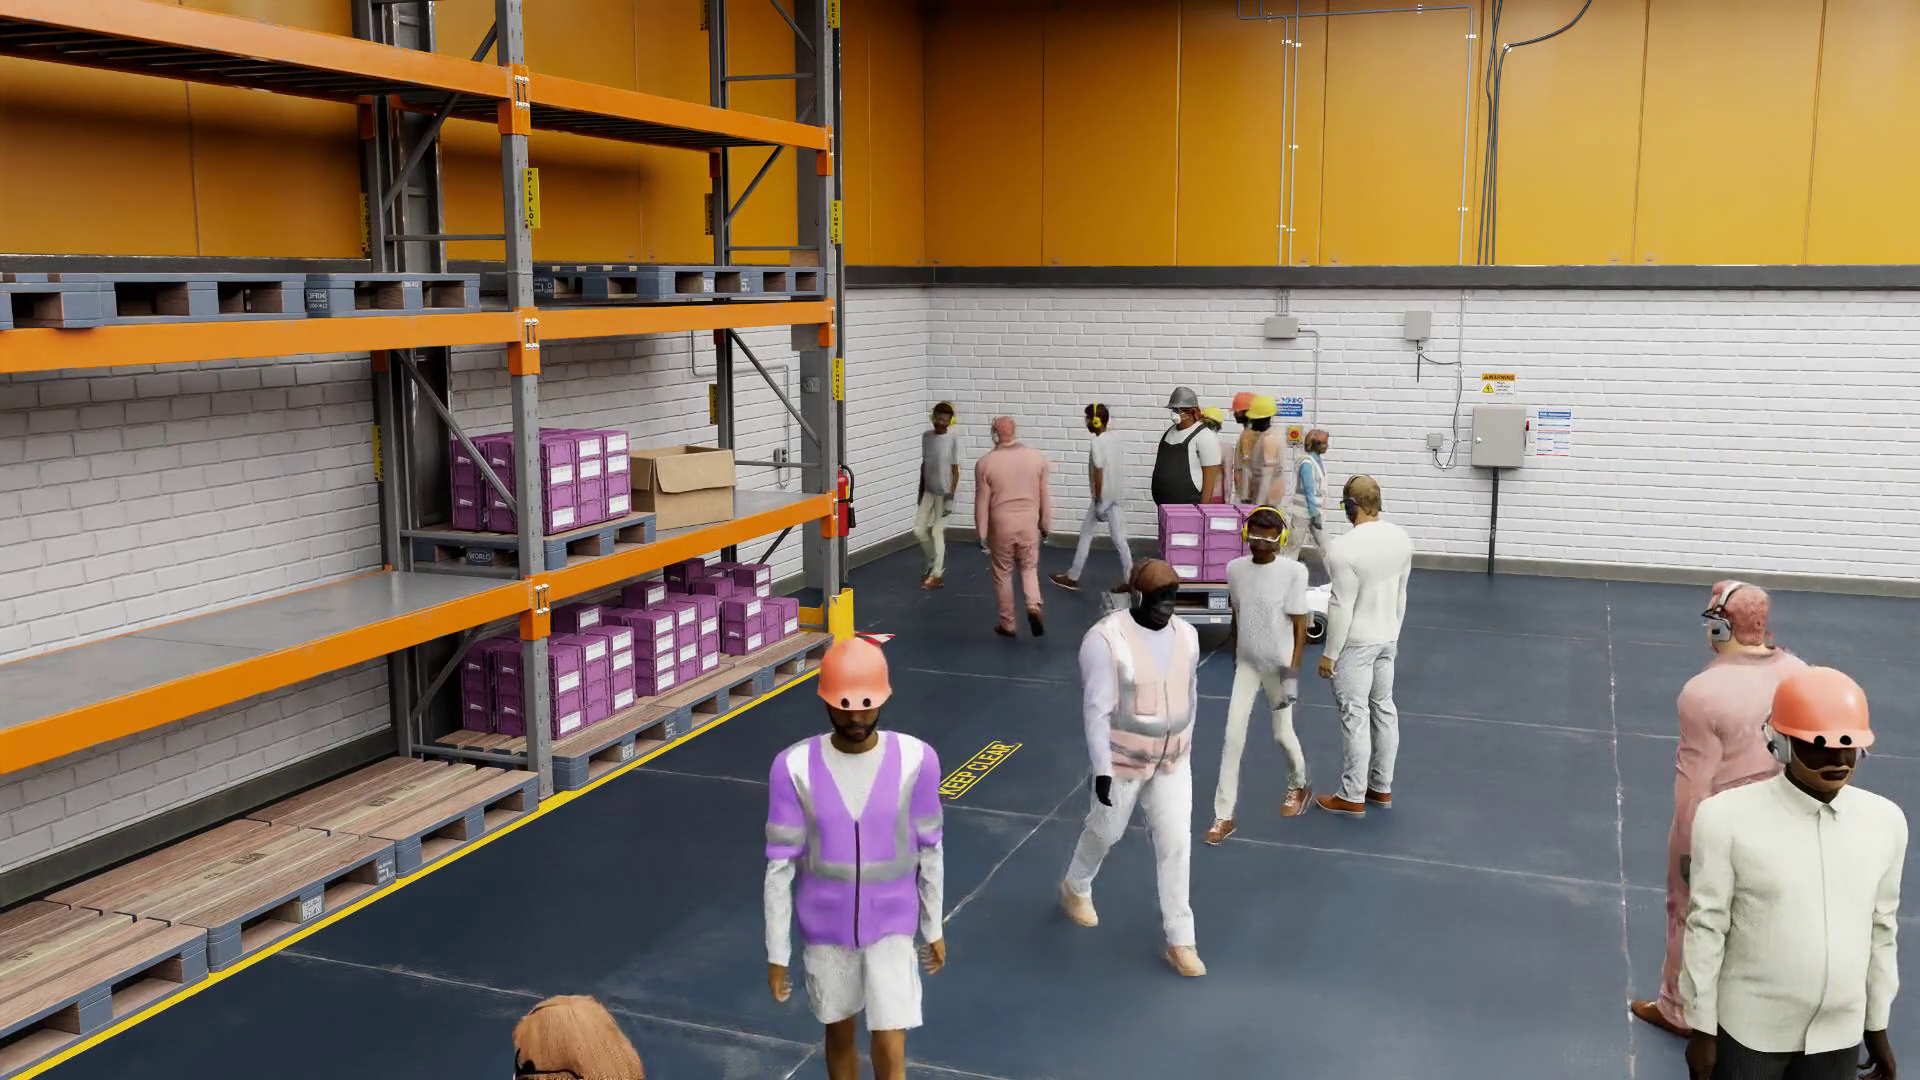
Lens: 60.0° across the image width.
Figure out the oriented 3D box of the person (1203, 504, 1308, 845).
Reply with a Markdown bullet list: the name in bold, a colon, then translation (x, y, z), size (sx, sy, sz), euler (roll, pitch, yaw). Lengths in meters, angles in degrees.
- **person**: translation (1.680, 0.690, 9.074), size (0.498, 1.827, 0.896), euler (5, 10, 29)

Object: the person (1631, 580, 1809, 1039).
- **person**: translation (2.997, 1.091, 6.368), size (0.652, 1.884, 0.803), euler (-3, 10, -18)

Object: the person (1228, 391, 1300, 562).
- **person**: translation (2.923, -0.512, 16.395), size (0.775, 1.909, 0.554), euler (4, 10, 24)

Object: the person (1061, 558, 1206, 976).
- **person**: translation (0.784, 0.959, 7.472), size (0.636, 1.808, 0.939), euler (-4, 10, -24)

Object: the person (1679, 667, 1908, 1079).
- **person**: translation (2.283, 1.320, 4.574), size (0.608, 1.995, 0.377), euler (-1, 9, -5)

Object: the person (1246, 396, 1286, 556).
- **person**: translation (2.948, -0.455, 16.050), size (0.522, 1.889, 0.627), euler (0, 9, -2)

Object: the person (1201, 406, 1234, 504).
- **person**: translation (2.469, -0.457, 16.603), size (0.526, 1.750, 0.792), euler (4, 10, 22)

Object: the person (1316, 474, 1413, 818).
- **person**: translation (2.256, 0.592, 9.337), size (0.627, 1.934, 0.370), euler (-7, 11, -37)

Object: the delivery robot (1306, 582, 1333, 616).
- **delivery robot**: translation (3.174, 0.520, 13.811), size (0.707, 0.478, 0.477), euler (1, 9, 8)

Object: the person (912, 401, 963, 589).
- **person**: translation (-0.222, -0.431, 16.074), size (0.571, 1.836, 0.374), euler (7, 12, 39)

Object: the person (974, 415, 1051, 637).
- **person**: translation (0.443, -0.095, 13.804), size (0.671, 1.880, 0.579), euler (-2, 9, -15)

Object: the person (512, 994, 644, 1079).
- **person**: translation (-0.754, 1.704, 3.442), size (0.908, 1.583, 0.512), euler (1, 9, 3)

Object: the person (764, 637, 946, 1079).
- **person**: translation (-0.326, 1.261, 5.207), size (0.577, 1.904, 0.860), euler (0, 9, -3)

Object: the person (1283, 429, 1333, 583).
- **person**: translation (3.345, -0.223, 15.495), size (0.830, 1.602, 0.519), euler (5, 10, 30)

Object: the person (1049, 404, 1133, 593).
- **person**: translation (1.318, -0.391, 15.879), size (0.942, 1.813, 0.490), euler (7, 11, 36)

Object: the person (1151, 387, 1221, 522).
- **person**: translation (1.986, -0.370, 15.041), size (0.538, 2.000, 0.685), euler (-6, 11, -34)
